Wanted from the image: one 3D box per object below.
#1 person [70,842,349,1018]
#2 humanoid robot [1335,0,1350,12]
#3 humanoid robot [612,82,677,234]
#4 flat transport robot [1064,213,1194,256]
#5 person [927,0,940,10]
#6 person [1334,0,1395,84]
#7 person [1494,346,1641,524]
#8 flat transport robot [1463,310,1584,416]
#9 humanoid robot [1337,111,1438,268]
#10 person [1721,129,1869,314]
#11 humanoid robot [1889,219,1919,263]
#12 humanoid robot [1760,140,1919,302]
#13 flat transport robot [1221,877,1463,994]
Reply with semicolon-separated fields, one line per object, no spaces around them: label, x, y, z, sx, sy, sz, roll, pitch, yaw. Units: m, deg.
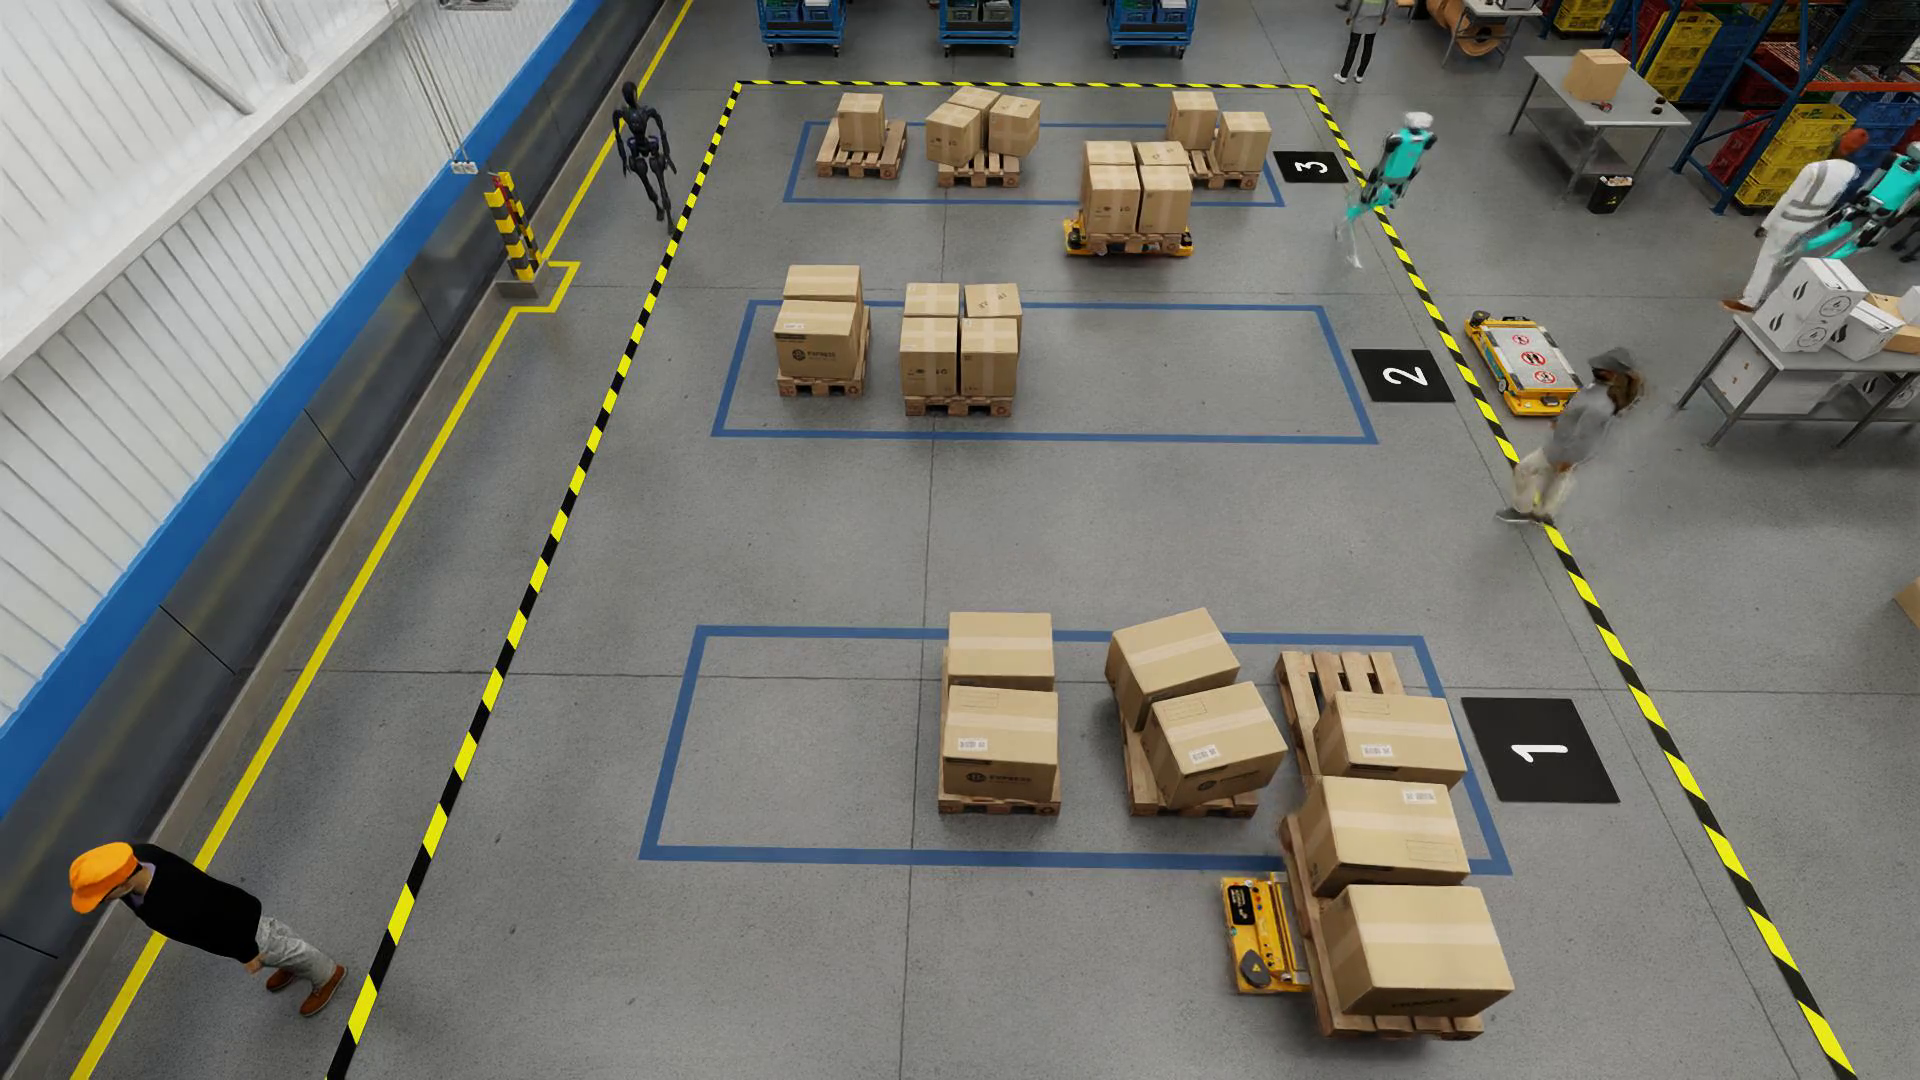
person;-3.821;2.005;4.733;0.584;1.879;0.377;24;53;19
humanoid robot;6.634;-9.480;14.836;0.786;1.622;0.589;-5;49;-5
humanoid robot;-3.537;-4.292;10.328;0.596;1.633;0.707;-8;50;-7
flat transport robot;1.943;-3.557;10.594;1.431;0.197;0.652;1;49;1
person;-0.407;-9.698;14.828;0.379;1.933;0.628;-5;49;-5
person;5.760;-7.424;12.912;0.588;1.852;0.371;-2;49;-1
person;4.786;-0.795;7.243;0.493;1.751;0.560;36;58;27
flat transport robot;5.573;-1.757;9.054;0.659;0.231;1.431;1;49;1
humanoid robot;4.459;-3.831;9.888;0.543;1.797;0.823;-11;50;-9
person;8.406;-3.145;9.211;0.619;1.853;0.464;-7;50;-6
humanoid robot;10.857;-3.808;9.892;0.322;1.651;0.603;-19;52;-16
humanoid robot;8.884;-3.107;9.263;0.924;1.753;0.532;-12;50;-10
flat transport robot;2.349;2.346;5.484;1.431;0.197;0.652;1;49;1
